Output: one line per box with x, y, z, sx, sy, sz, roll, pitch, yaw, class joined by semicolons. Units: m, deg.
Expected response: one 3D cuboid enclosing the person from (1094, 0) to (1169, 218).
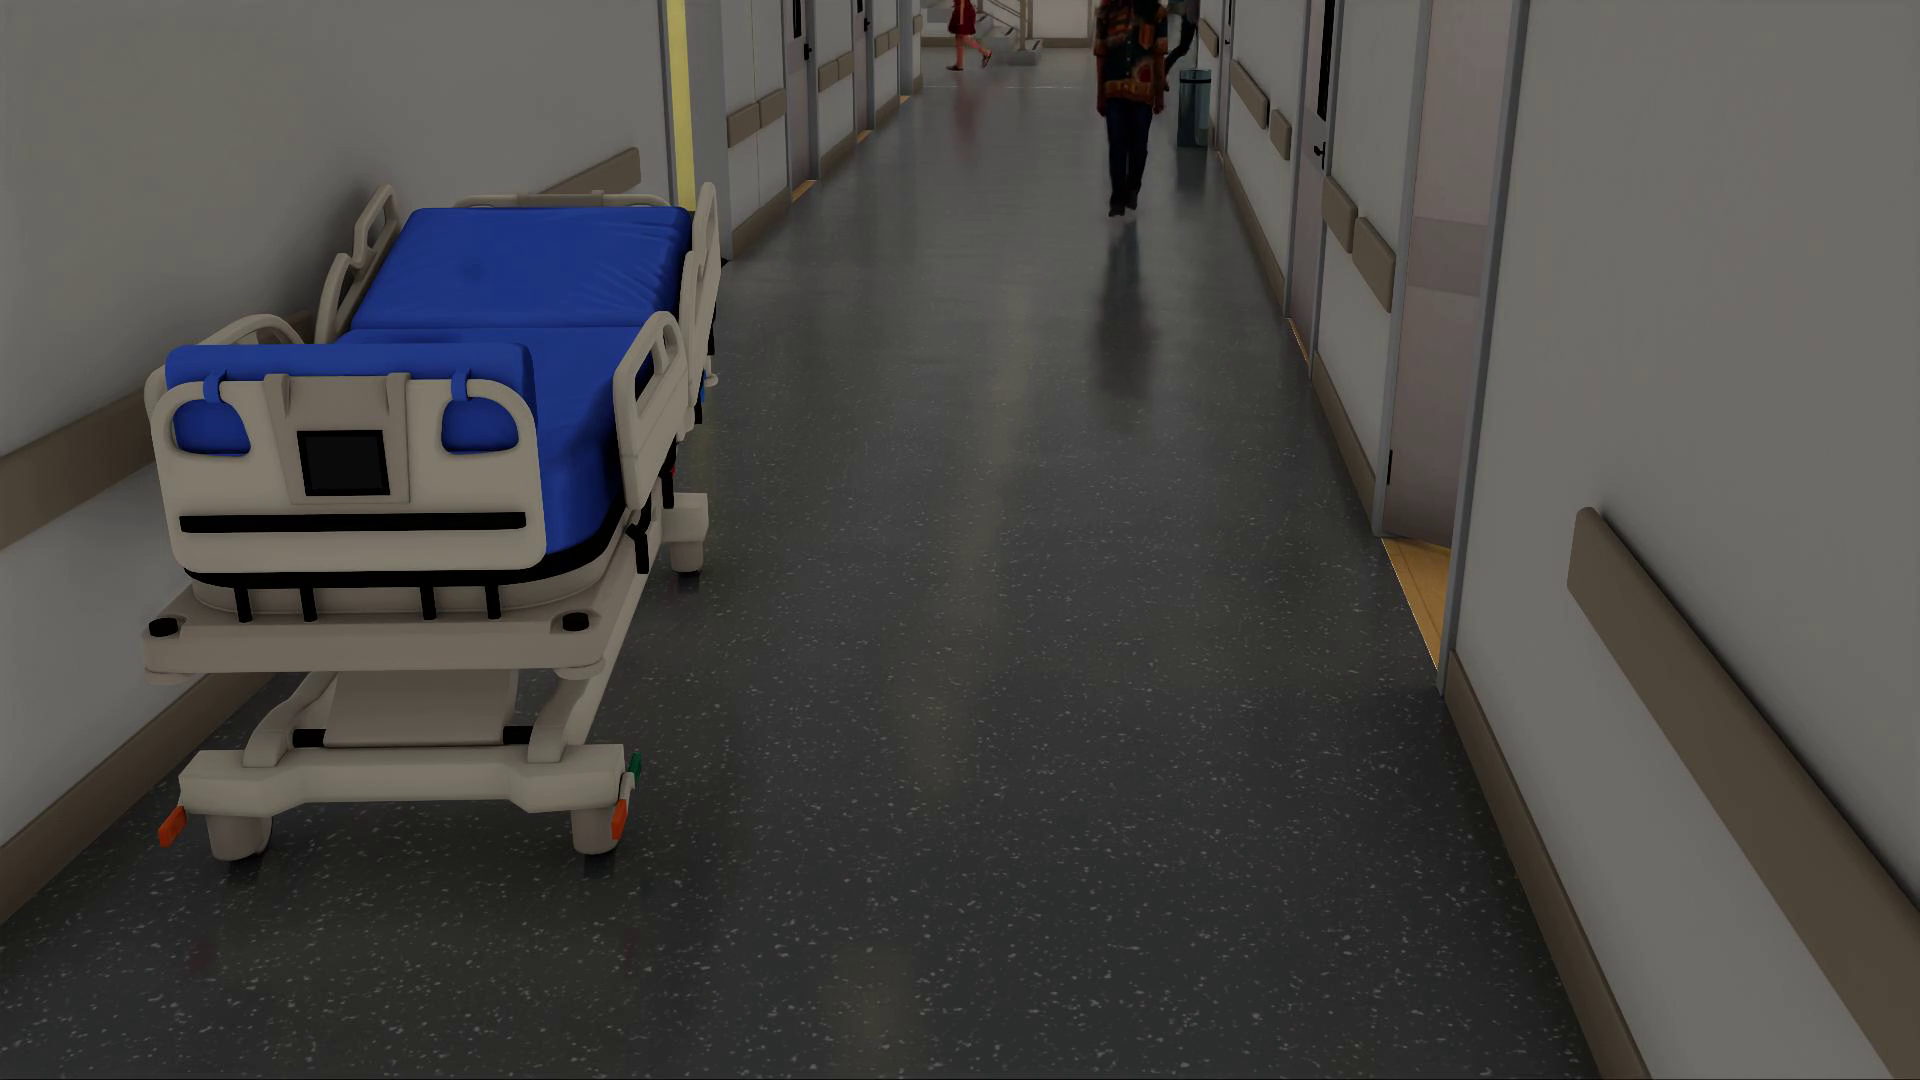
1.254;-3.297;12.184;0.936;1.786;0.746;2;21;5;person

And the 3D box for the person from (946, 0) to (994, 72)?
0.134;-7.343;23.269;0.872;1.534;0.520;2;21;5;person
